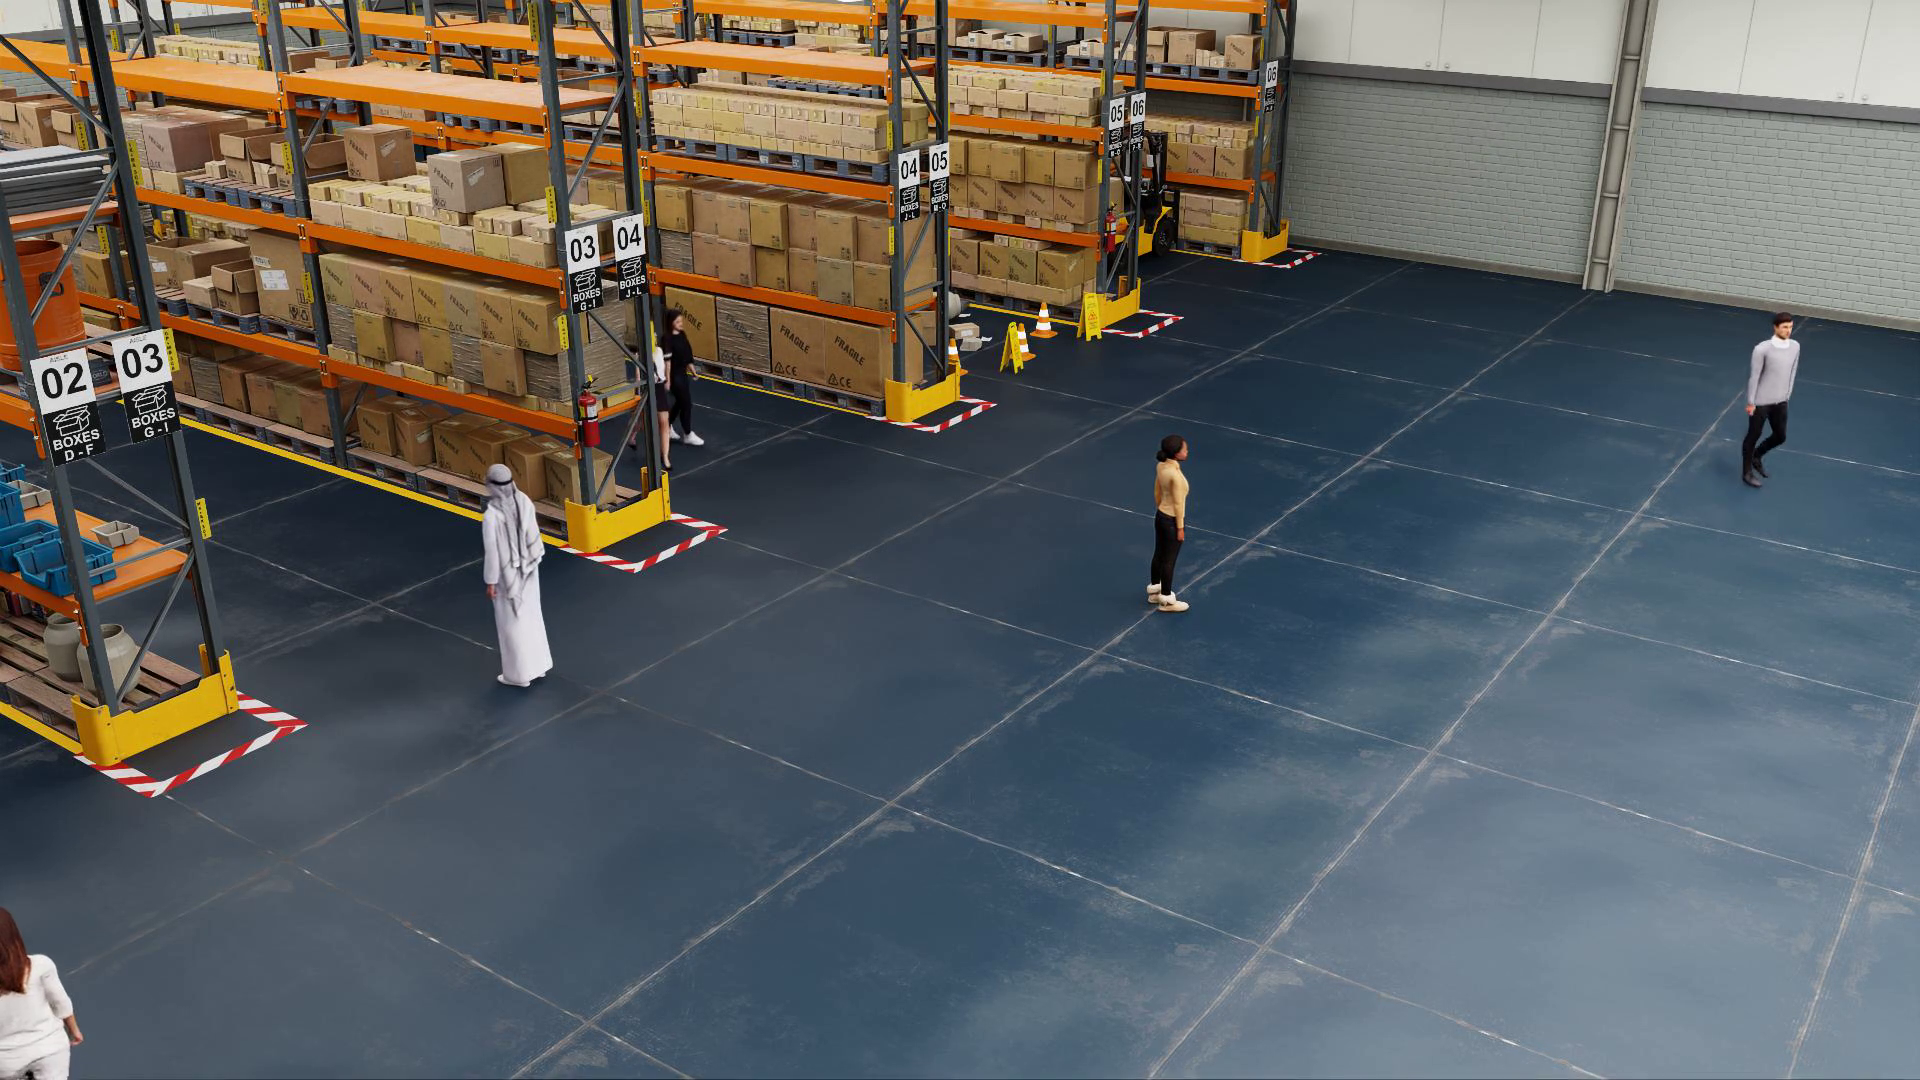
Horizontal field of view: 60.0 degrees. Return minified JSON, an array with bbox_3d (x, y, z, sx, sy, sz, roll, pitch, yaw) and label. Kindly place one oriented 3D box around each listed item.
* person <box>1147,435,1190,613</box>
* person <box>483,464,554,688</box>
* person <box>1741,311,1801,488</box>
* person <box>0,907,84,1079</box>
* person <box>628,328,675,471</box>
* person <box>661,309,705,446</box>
[{"bbox_3d":[1.891,-0.171,15.057,0.748,1.659,0.657,-8,24,-18],"label":"person"},{"bbox_3d":[-3.658,0.282,13.645,0.621,1.931,0.679,15,27,31],"label":"person"},{"bbox_3d":[8.686,-1.557,17.990,0.895,1.916,0.952,-4,23,-10],"label":"person"},{"bbox_3d":[-4.717,2.656,8.433,0.942,1.641,1.157,-11,25,-24],"label":"person"},{"bbox_3d":[-3.481,-1.586,18.440,1.085,1.616,0.664,21,31,40],"label":"person"},{"bbox_3d":[-3.307,-1.869,19.112,0.881,1.611,0.744,6,24,15],"label":"person"}]
